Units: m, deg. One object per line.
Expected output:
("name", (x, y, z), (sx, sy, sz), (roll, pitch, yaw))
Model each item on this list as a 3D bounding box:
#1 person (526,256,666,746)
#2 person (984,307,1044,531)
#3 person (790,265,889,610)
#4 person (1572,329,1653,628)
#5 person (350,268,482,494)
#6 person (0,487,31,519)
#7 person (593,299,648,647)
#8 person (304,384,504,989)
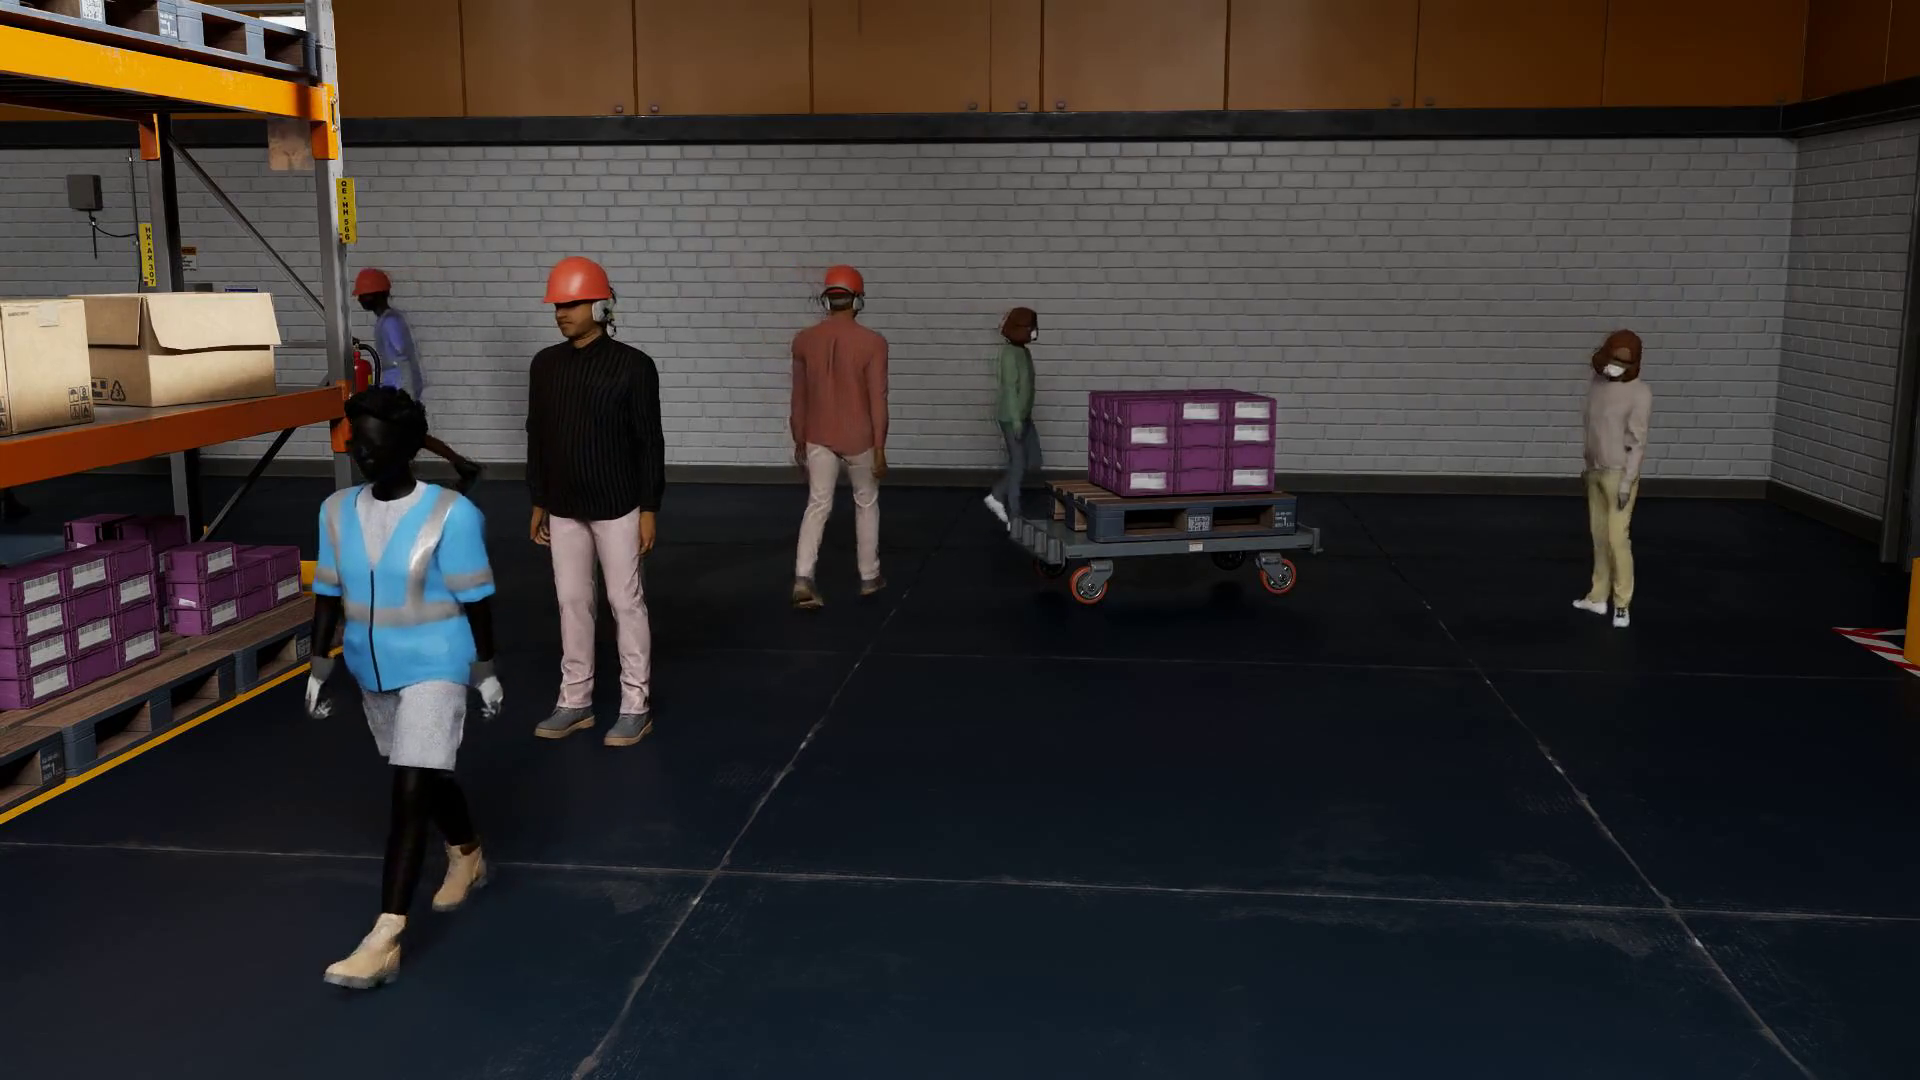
("person", (-1.506, -0.148, 6.787), (0.623, 1.992, 0.396), (4, 11, 21))
("person", (0.397, -0.851, 11.894), (0.394, 1.618, 0.505), (4, 11, 21))
("person", (-0.706, -0.588, 9.475), (0.620, 1.950, 0.993), (3, 10, 16))
("person", (3.500, -0.350, 9.059), (0.326, 1.609, 0.643), (-2, 10, -13))
("person", (-4.257, -1.179, 13.006), (0.877, 1.896, 0.574), (-4, 11, -21))
("person", (-7.355, -1.116, 12.503), (0.549, 1.933, 0.373), (0, 10, -2))
("person", (-1.847, -0.363, 8.508), (0.599, 1.823, 0.403), (-5, 11, -28))
("person", (-1.606, 0.373, 4.792), (0.549, 1.644, 0.890), (4, 11, 20))
